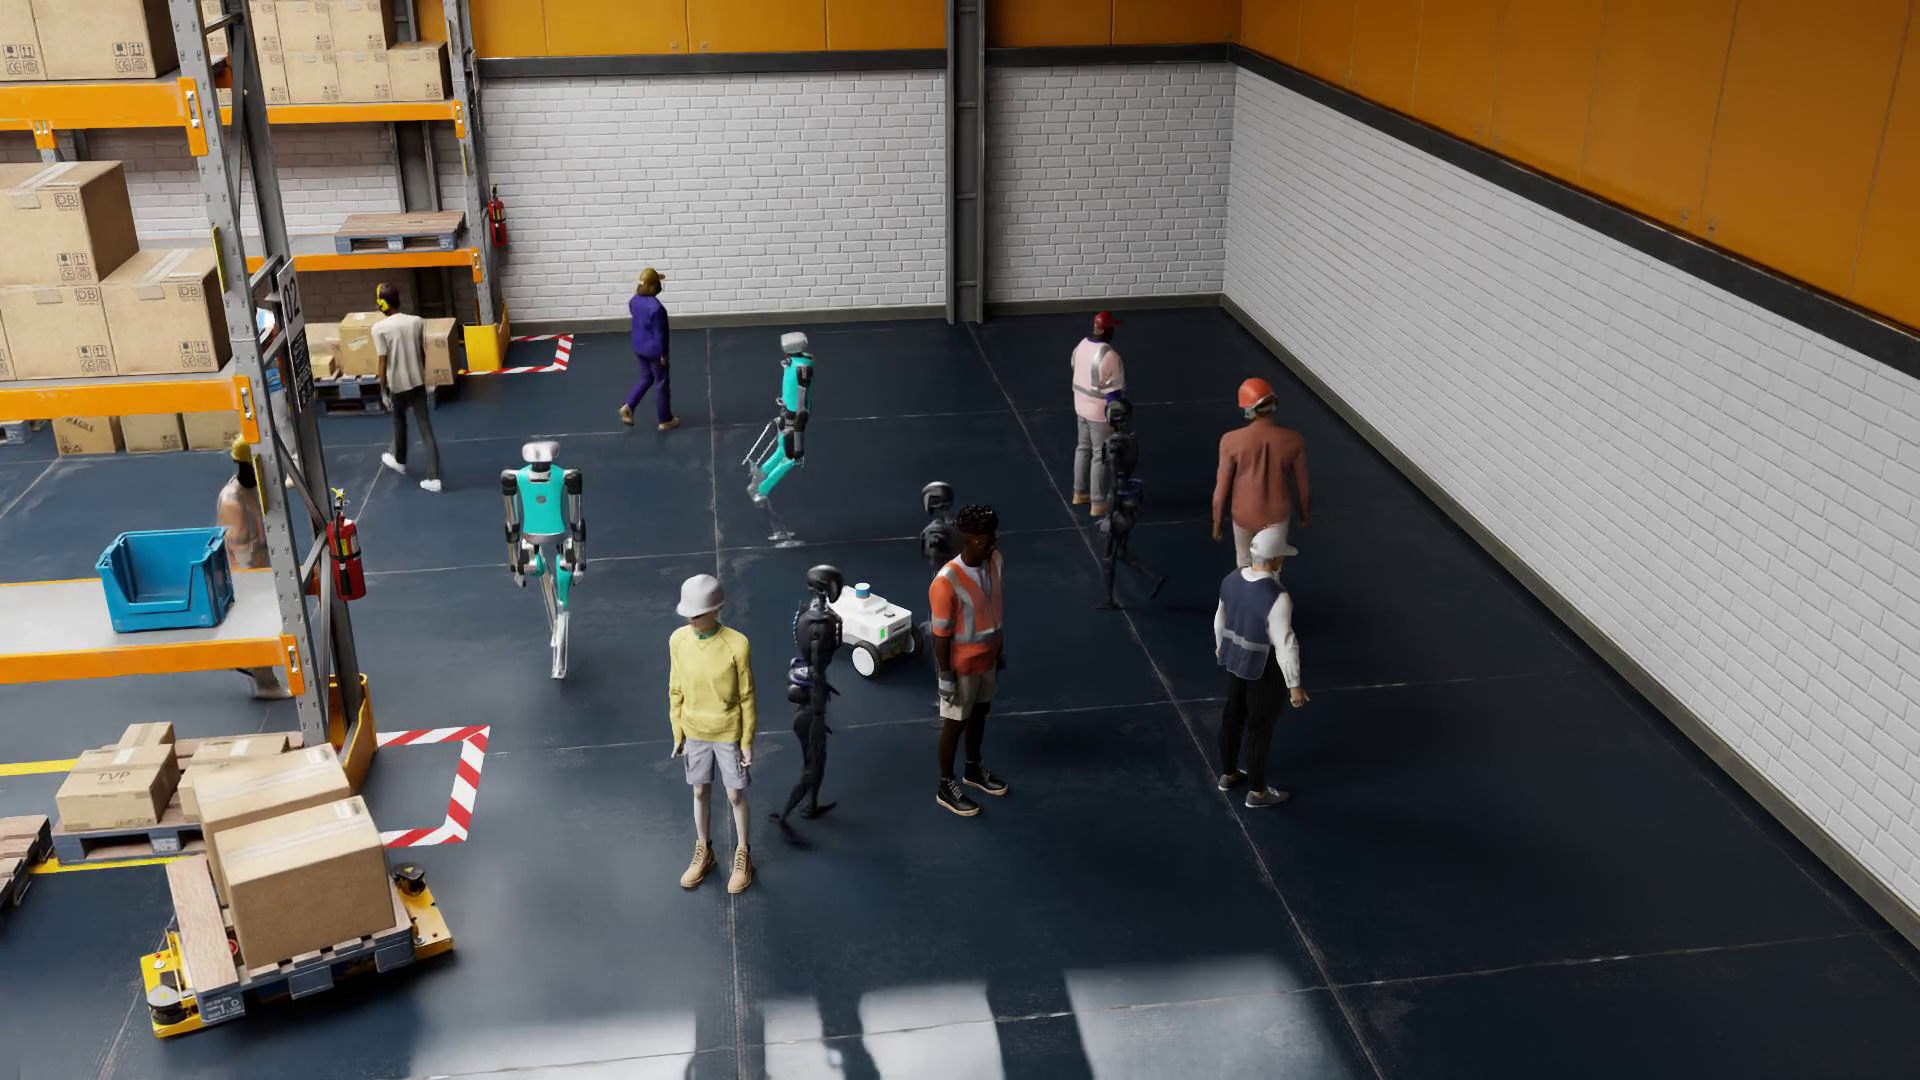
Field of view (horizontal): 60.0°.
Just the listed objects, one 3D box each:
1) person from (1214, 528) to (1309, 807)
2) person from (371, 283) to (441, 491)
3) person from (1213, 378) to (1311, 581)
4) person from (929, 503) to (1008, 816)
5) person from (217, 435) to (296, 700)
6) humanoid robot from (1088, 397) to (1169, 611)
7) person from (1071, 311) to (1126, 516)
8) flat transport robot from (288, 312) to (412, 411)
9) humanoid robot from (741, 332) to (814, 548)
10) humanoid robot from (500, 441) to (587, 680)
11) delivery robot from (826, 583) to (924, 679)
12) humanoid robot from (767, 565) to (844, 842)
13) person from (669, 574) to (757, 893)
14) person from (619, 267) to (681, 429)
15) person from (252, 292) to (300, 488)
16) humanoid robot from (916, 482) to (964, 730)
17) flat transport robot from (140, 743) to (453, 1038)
[{"bbox_3d":[1.754,0.749,9.841,0.447,1.753,0.757,-14,27,-29],"label":"person"},{"bbox_3d":[-4.890,-1.352,14.556,0.518,1.804,0.958,-21,31,-39],"label":"person"},{"bbox_3d":[2.135,-0.219,11.832,0.674,1.922,1.001,3,24,6],"label":"person"},{"bbox_3d":[0.065,0.687,9.738,0.375,1.958,0.604,16,28,32],"label":"person"},{"bbox_3d":[-4.602,0.193,10.942,0.465,1.898,0.591,-1,24,-3],"label":"person"},{"bbox_3d":[1.251,-0.230,12.188,0.576,1.639,0.607,8,25,17],"label":"humanoid robot"},{"bbox_3d":[1.176,-1.077,14.017,0.419,1.747,0.594,-13,27,-27],"label":"person"},{"bbox_3d":[-6.152,-1.515,16.849,1.431,0.231,0.659,-3,24,-7],"label":"flat transport robot"},{"bbox_3d":[-1.489,-0.765,13.312,0.674,1.792,0.544,-7,25,-16],"label":"humanoid robot"},{"bbox_3d":[-2.801,0.080,11.411,0.550,1.740,1.034,-3,24,-7],"label":"humanoid robot"},{"bbox_3d":[-0.661,0.608,11.680,0.811,0.613,0.499,20,30,37],"label":"delivery robot"},{"bbox_3d":[-0.893,0.912,9.579,0.488,1.645,0.611,-1,24,-3],"label":"humanoid robot"},{"bbox_3d":[-1.338,1.040,9.014,0.485,1.889,0.394,5,24,12],"label":"person"},{"bbox_3d":[-2.975,-1.798,15.814,0.475,1.609,0.539,20,31,38],"label":"person"},{"bbox_3d":[-6.119,-1.338,14.503,0.627,1.836,0.429,0,24,0],"label":"person"},{"bbox_3d":[-0.098,0.412,10.701,0.307,1.648,0.609,4,24,10],"label":"humanoid robot"},{"bbox_3d":[-3.436,2.100,8.611,1.431,0.231,0.659,-13,27,-27],"label":"flat transport robot"}]
